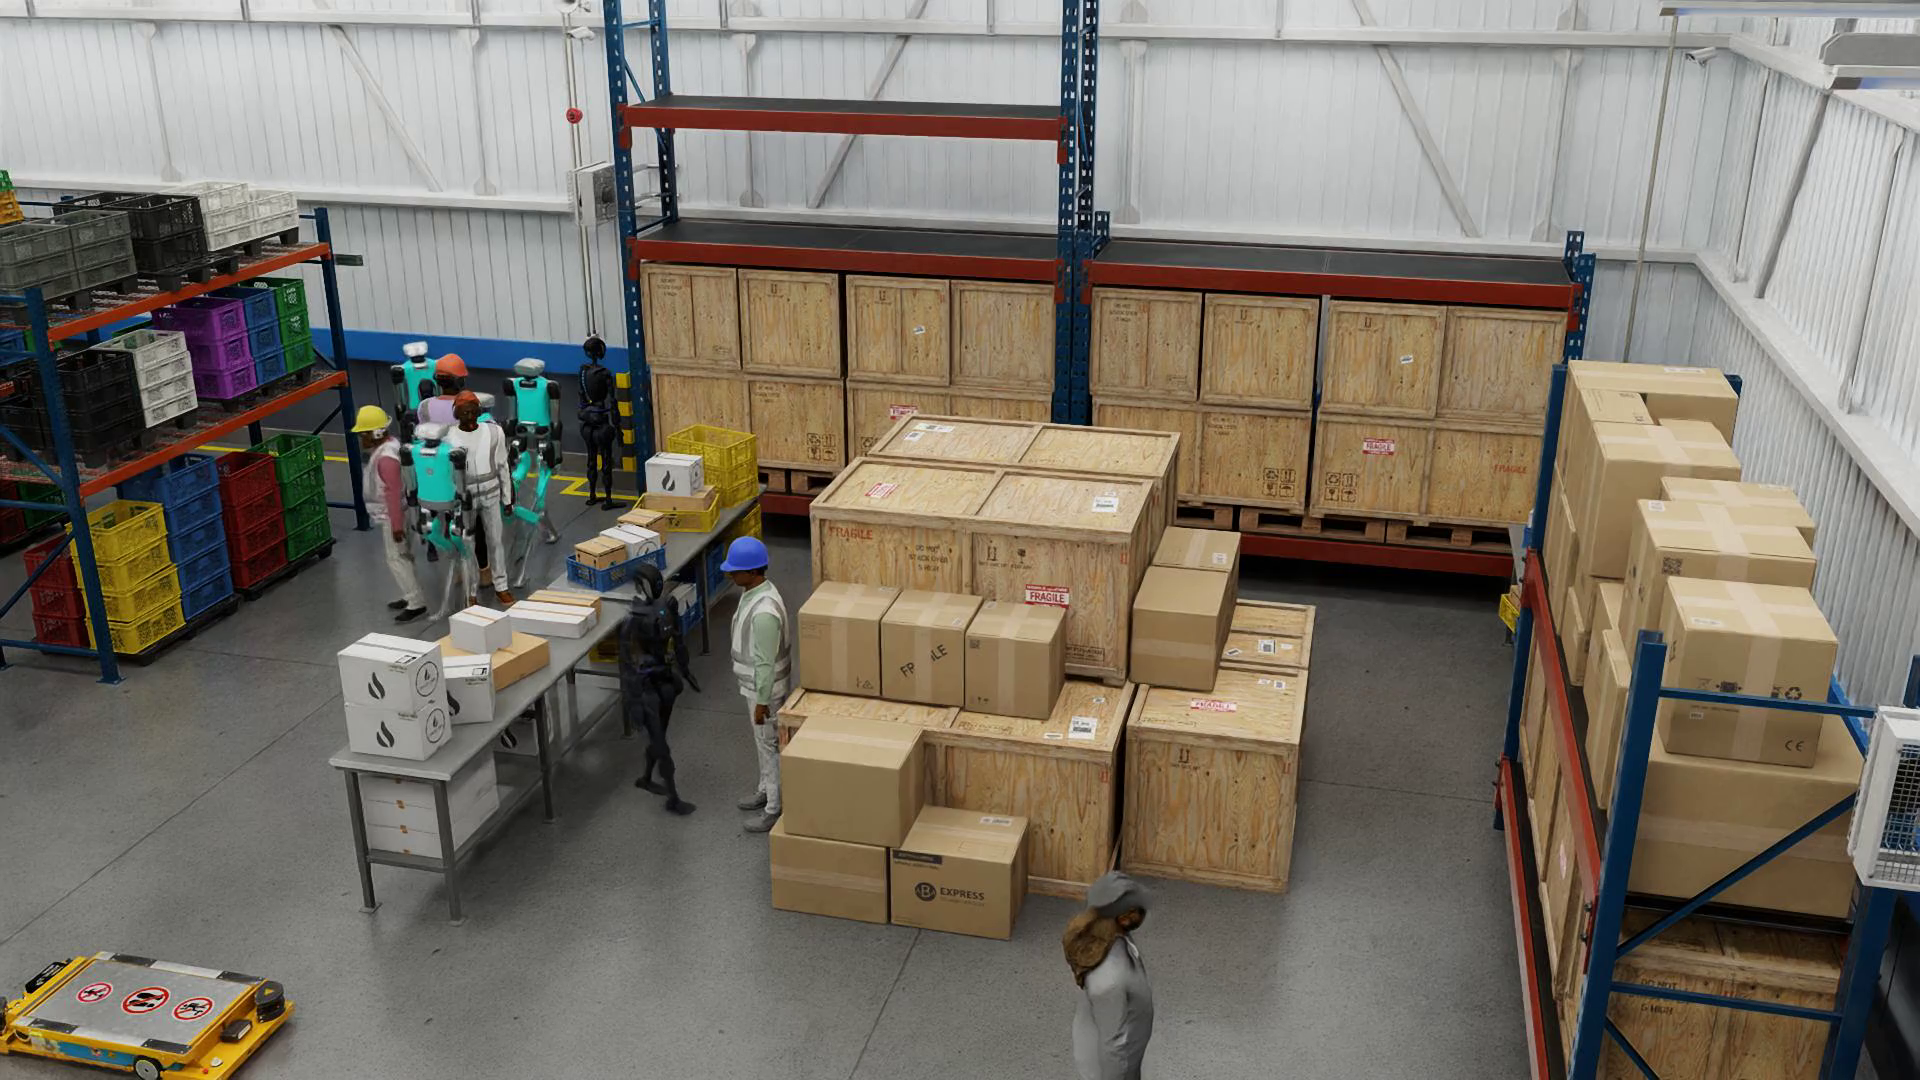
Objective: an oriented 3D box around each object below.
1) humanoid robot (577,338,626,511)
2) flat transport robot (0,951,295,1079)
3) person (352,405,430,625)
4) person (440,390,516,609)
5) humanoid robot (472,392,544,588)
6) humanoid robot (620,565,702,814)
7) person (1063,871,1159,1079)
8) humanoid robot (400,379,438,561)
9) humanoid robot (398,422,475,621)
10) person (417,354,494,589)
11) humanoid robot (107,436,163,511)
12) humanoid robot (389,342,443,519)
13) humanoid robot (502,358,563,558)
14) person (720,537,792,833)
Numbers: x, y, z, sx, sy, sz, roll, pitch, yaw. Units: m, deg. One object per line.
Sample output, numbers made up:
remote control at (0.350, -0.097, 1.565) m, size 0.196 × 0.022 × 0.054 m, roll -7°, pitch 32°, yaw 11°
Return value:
humanoid robot at (-3.480, -1.131, 16.011) m, size 0.599 × 1.657 × 0.315 m, roll 19°, pitch 28°, yaw 40°
flat transport robot at (-4.270, 2.464, 8.601) m, size 1.431 × 0.231 × 0.659 m, roll 5°, pitch 22°, yaw 13°
person at (-4.607, -0.219, 13.450) m, size 0.410 × 1.820 × 0.672 m, roll -8°, pitch 22°, yaw -21°
person at (-3.963, -0.318, 13.630) m, size 0.571 × 1.877 × 0.339 m, roll -10°, pitch 23°, yaw -24°
humanoid robot at (-3.808, -0.416, 14.093) m, size 0.537 × 1.811 × 0.731 m, roll 18°, pitch 27°, yaw 39°
humanoid robot at (-1.889, 0.932, 10.652) m, size 0.646 × 1.643 × 0.600 m, roll 12°, pitch 24°, yaw 29°
person at (0.629, 2.208, 7.164) m, size 0.397 × 1.769 × 0.573 m, roll 0°, pitch 21°, yaw 1°
humanoid robot at (-4.624, -0.628, 14.710) m, size 0.612 × 1.650 × 0.315 m, roll -9°, pitch 23°, yaw -23°
humanoid robot at (-4.099, -0.161, 13.413) m, size 0.533 × 1.772 × 0.765 m, roll 2°, pitch 21°, yaw 5°
person at (-4.214, -0.572, 14.075) m, size 0.605 × 2.034 × 0.388 m, roll 5°, pitch 21°, yaw 12°
humanoid robot at (-7.395, -0.723, 14.973) m, size 0.612 × 1.646 × 0.393 m, roll 7°, pitch 22°, yaw 17°
humanoid robot at (-5.084, -1.047, 15.761) m, size 0.548 × 1.786 × 0.886 m, roll -11°, pitch 24°, yaw -26°
humanoid robot at (-3.869, -0.677, 14.791) m, size 0.531 × 1.766 × 0.904 m, roll 4°, pitch 21°, yaw 10°
person at (-1.251, 0.888, 10.387) m, size 0.412 × 1.939 × 0.608 m, roll -5°, pitch 21°, yaw -12°
